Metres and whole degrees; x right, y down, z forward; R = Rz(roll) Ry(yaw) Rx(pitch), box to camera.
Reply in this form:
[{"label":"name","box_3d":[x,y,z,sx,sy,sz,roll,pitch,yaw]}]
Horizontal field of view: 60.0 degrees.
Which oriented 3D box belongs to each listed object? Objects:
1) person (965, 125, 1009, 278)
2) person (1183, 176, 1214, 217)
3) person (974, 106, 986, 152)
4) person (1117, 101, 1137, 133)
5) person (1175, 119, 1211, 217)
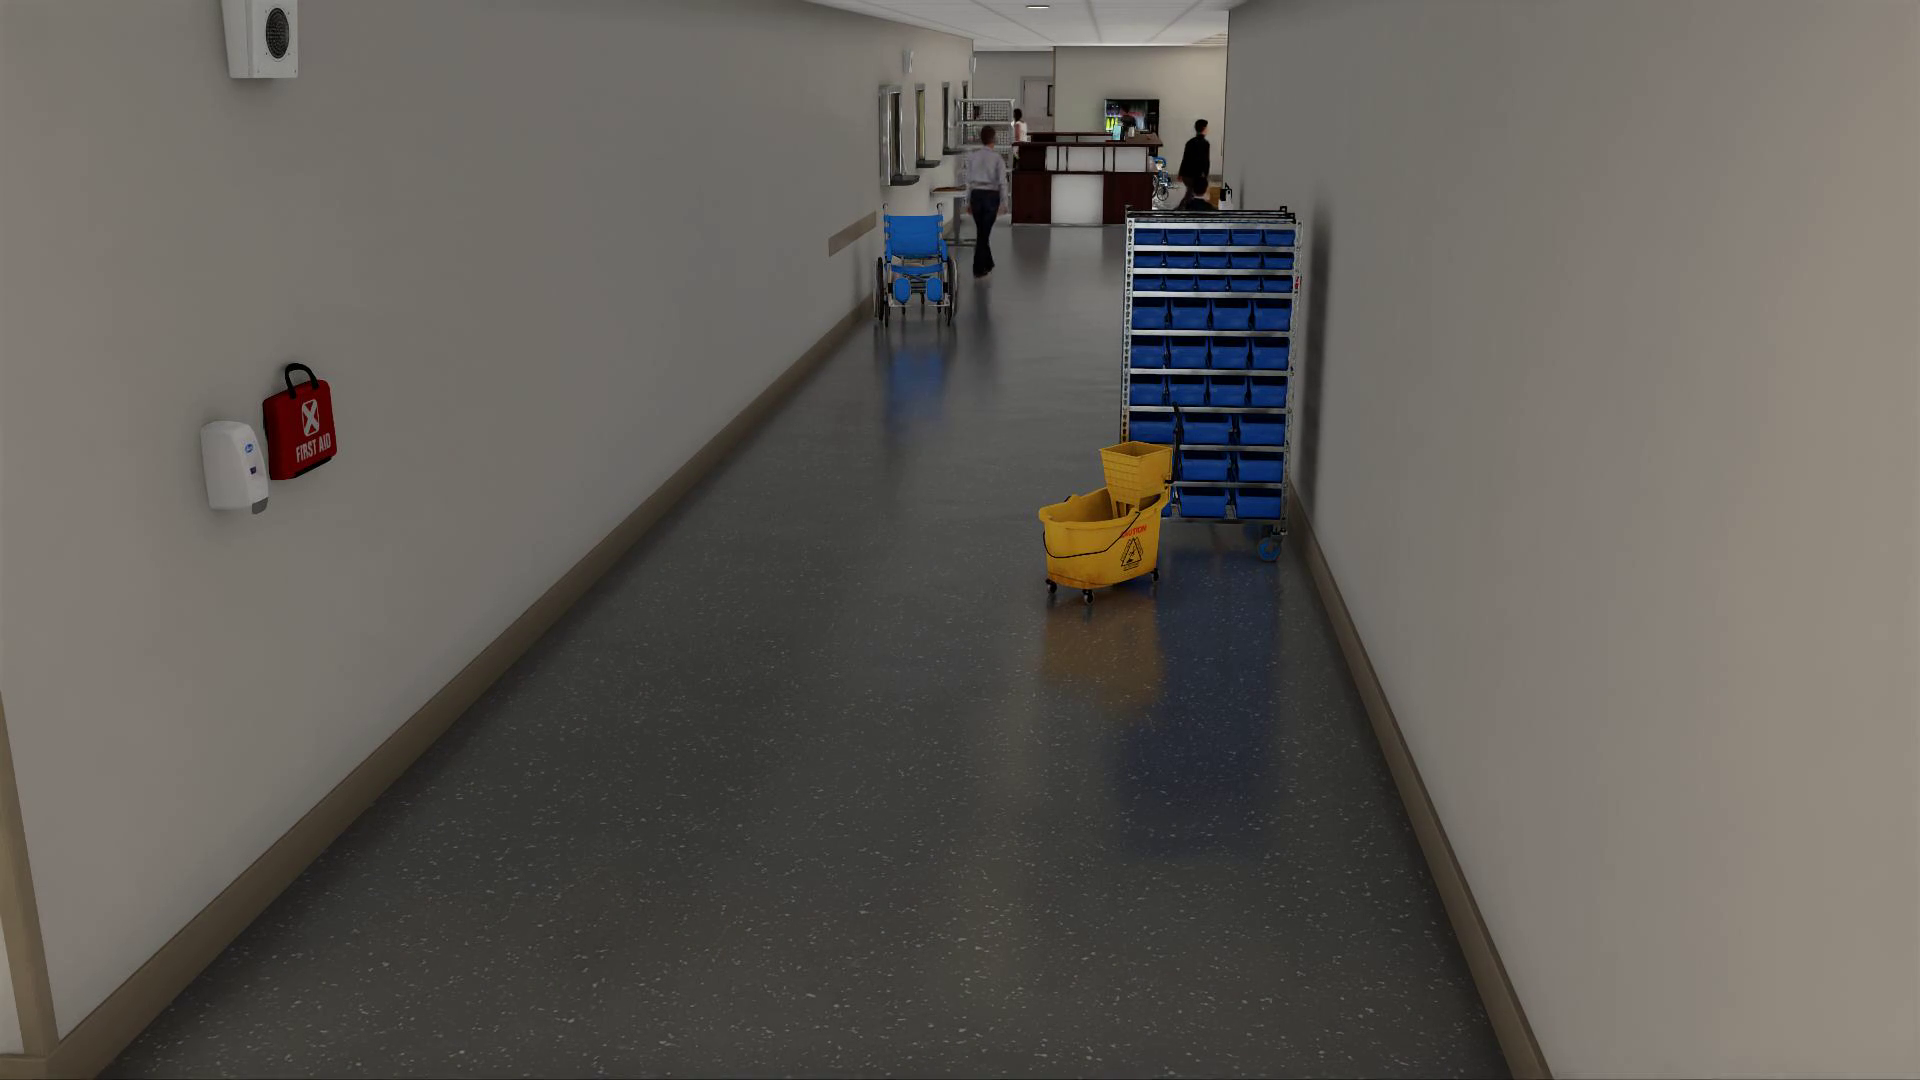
[{"label":"person","box_3d":[0.272,-4.075,20.143,1.020,1.788,0.917,7,17,22]},{"label":"person","box_3d":[2.833,-3.688,19.760,0.769,1.212,0.572,1,16,4]},{"label":"person","box_3d":[0.300,-9.165,38.497,1.262,1.626,1.153,-9,18,-29]},{"label":"person","box_3d":[3.474,-8.064,34.238,1.132,1.817,1.183,-12,20,-37]},{"label":"person","box_3d":[3.655,-5.787,26.426,1.239,1.674,1.114,-8,18,-27]}]
